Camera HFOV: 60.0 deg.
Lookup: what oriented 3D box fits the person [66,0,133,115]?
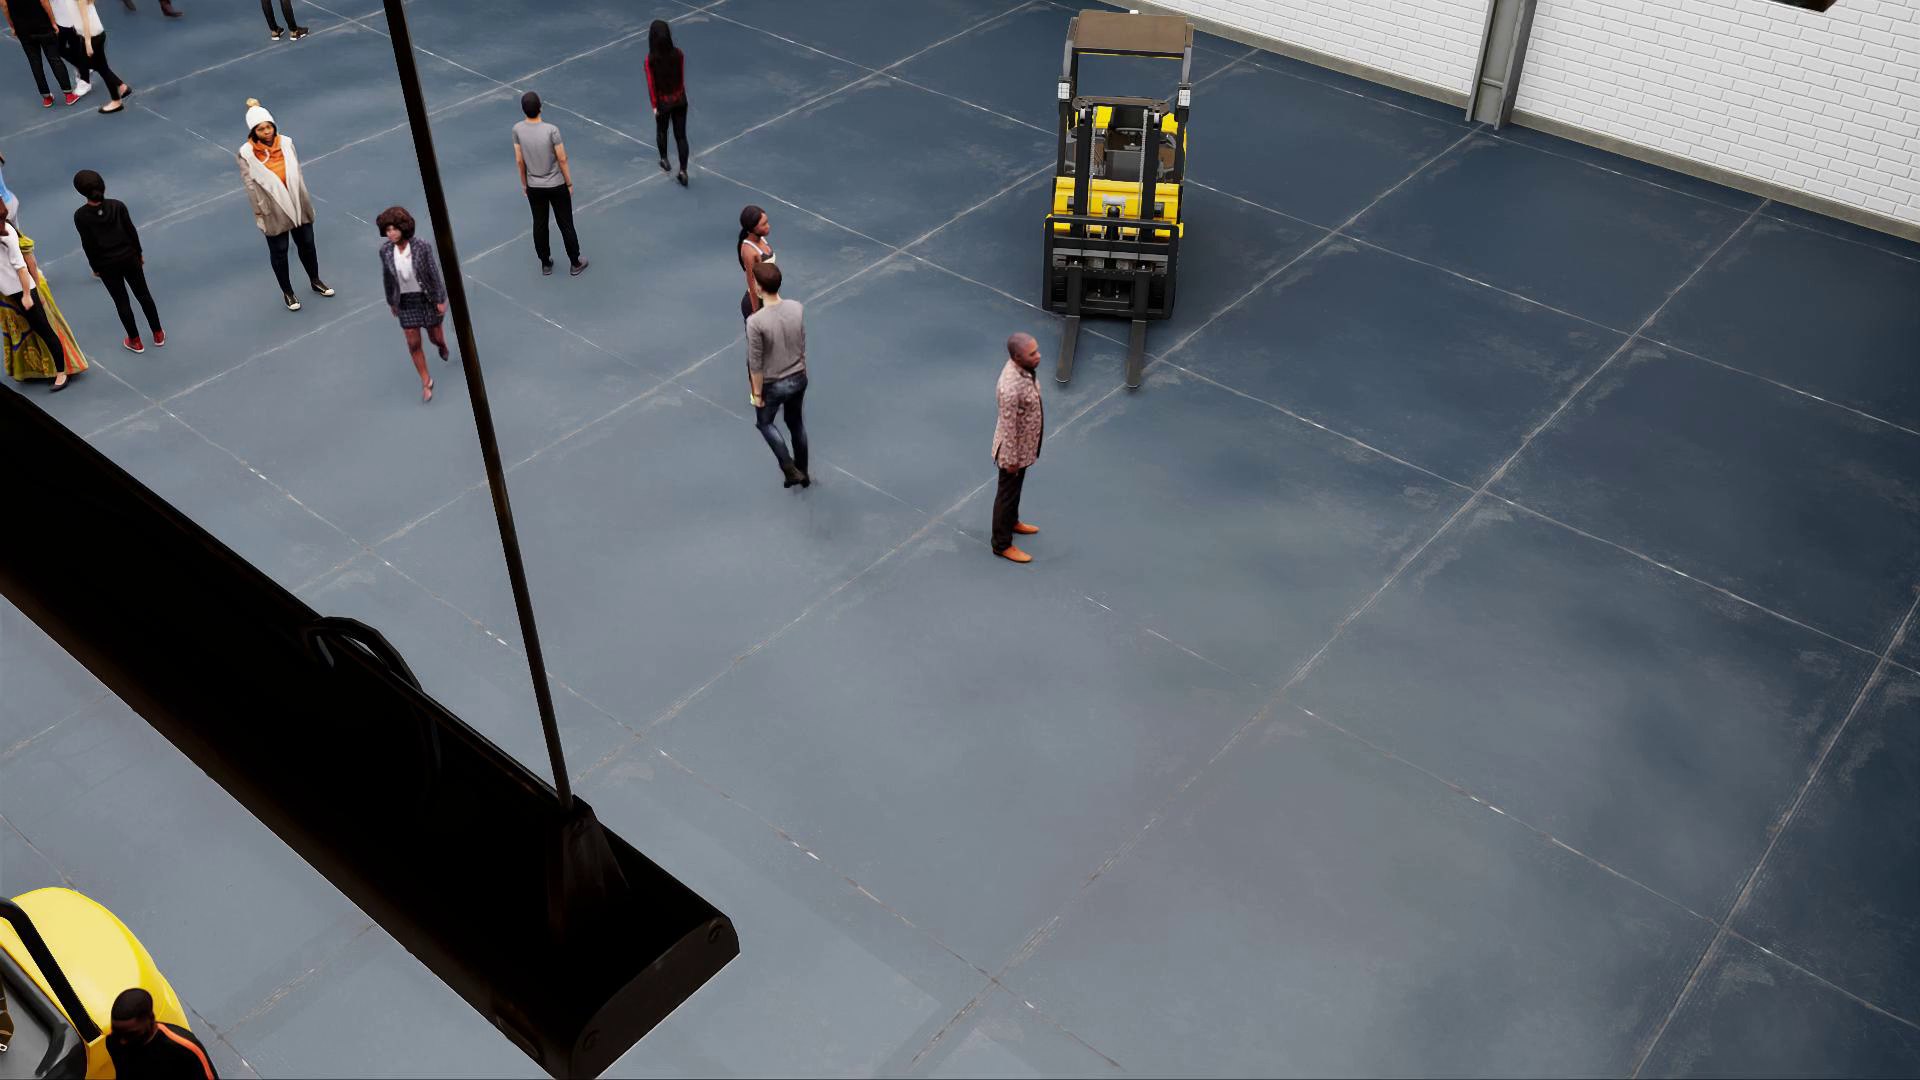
[{"bbox_3d":[-9.263,-5.446,17.890,0.775,1.714,0.681,-18,42,-22],"label":"person"}]

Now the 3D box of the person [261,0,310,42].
[{"bbox_3d":[-8.125,-6.788,19.460,0.698,1.851,0.811,5,39,6],"label":"person"}]

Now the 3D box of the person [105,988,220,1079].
[{"bbox_3d":[-3.575,2.655,7.669,0.652,1.810,0.760,5,39,6],"label":"person"}]

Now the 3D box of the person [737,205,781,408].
[{"bbox_3d":[-1.634,-1.890,13.405,0.661,1.754,0.640,5,39,7],"label":"person"}]

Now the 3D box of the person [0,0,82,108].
[{"bbox_3d":[-10.043,-5.574,18.015,0.727,1.758,0.760,-8,39,-10],"label":"person"}]

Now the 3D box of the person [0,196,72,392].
[{"bbox_3d":[-7.671,-2.047,13.569,0.488,1.795,0.688,22,44,25],"label":"person"}]

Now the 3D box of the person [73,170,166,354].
[{"bbox_3d":[-7.122,-2.364,14.063,0.637,1.675,0.606,-26,45,-29],"label":"person"}]

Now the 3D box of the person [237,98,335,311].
[{"bbox_3d":[-5.984,-2.971,14.650,0.655,1.890,0.683,30,48,32],"label":"person"}]

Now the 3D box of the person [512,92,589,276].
[{"bbox_3d":[-3.750,-3.228,15.080,0.679,1.755,0.768,2,39,3],"label":"person"}]

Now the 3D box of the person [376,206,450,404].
[{"bbox_3d":[-4.404,-1.956,13.540,0.895,1.689,0.956,-3,39,-4],"label":"person"}]

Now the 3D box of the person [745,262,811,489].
[{"bbox_3d":[-1.271,-1.133,12.354,0.777,1.884,0.833,-21,43,-24],"label":"person"}]

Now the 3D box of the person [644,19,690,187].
[{"bbox_3d":[-2.834,-4.312,16.533,0.750,1.636,0.901,-19,42,-22],"label":"person"}]

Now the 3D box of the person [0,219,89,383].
[{"bbox_3d":[-7.745,-2.046,13.676,0.961,1.659,1.063,4,39,5],"label":"person"}]

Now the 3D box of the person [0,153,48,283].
[{"bbox_3d":[-8.524,-2.989,14.907,0.755,1.598,0.678,-11,40,-14],"label":"person"}]

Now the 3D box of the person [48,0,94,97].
[{"bbox_3d":[-9.773,-5.787,18.258,0.794,1.788,0.886,12,40,15],"label":"person"}]

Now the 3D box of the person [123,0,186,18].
[{"bbox_3d":[-10.010,-7.210,20.000,1.236,1.837,0.891,17,41,20],"label":"person"}]

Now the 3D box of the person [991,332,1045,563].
[{"bbox_3d":[0.389,-0.699,11.871,0.762,1.807,0.780,8,39,10],"label":"person"}]
